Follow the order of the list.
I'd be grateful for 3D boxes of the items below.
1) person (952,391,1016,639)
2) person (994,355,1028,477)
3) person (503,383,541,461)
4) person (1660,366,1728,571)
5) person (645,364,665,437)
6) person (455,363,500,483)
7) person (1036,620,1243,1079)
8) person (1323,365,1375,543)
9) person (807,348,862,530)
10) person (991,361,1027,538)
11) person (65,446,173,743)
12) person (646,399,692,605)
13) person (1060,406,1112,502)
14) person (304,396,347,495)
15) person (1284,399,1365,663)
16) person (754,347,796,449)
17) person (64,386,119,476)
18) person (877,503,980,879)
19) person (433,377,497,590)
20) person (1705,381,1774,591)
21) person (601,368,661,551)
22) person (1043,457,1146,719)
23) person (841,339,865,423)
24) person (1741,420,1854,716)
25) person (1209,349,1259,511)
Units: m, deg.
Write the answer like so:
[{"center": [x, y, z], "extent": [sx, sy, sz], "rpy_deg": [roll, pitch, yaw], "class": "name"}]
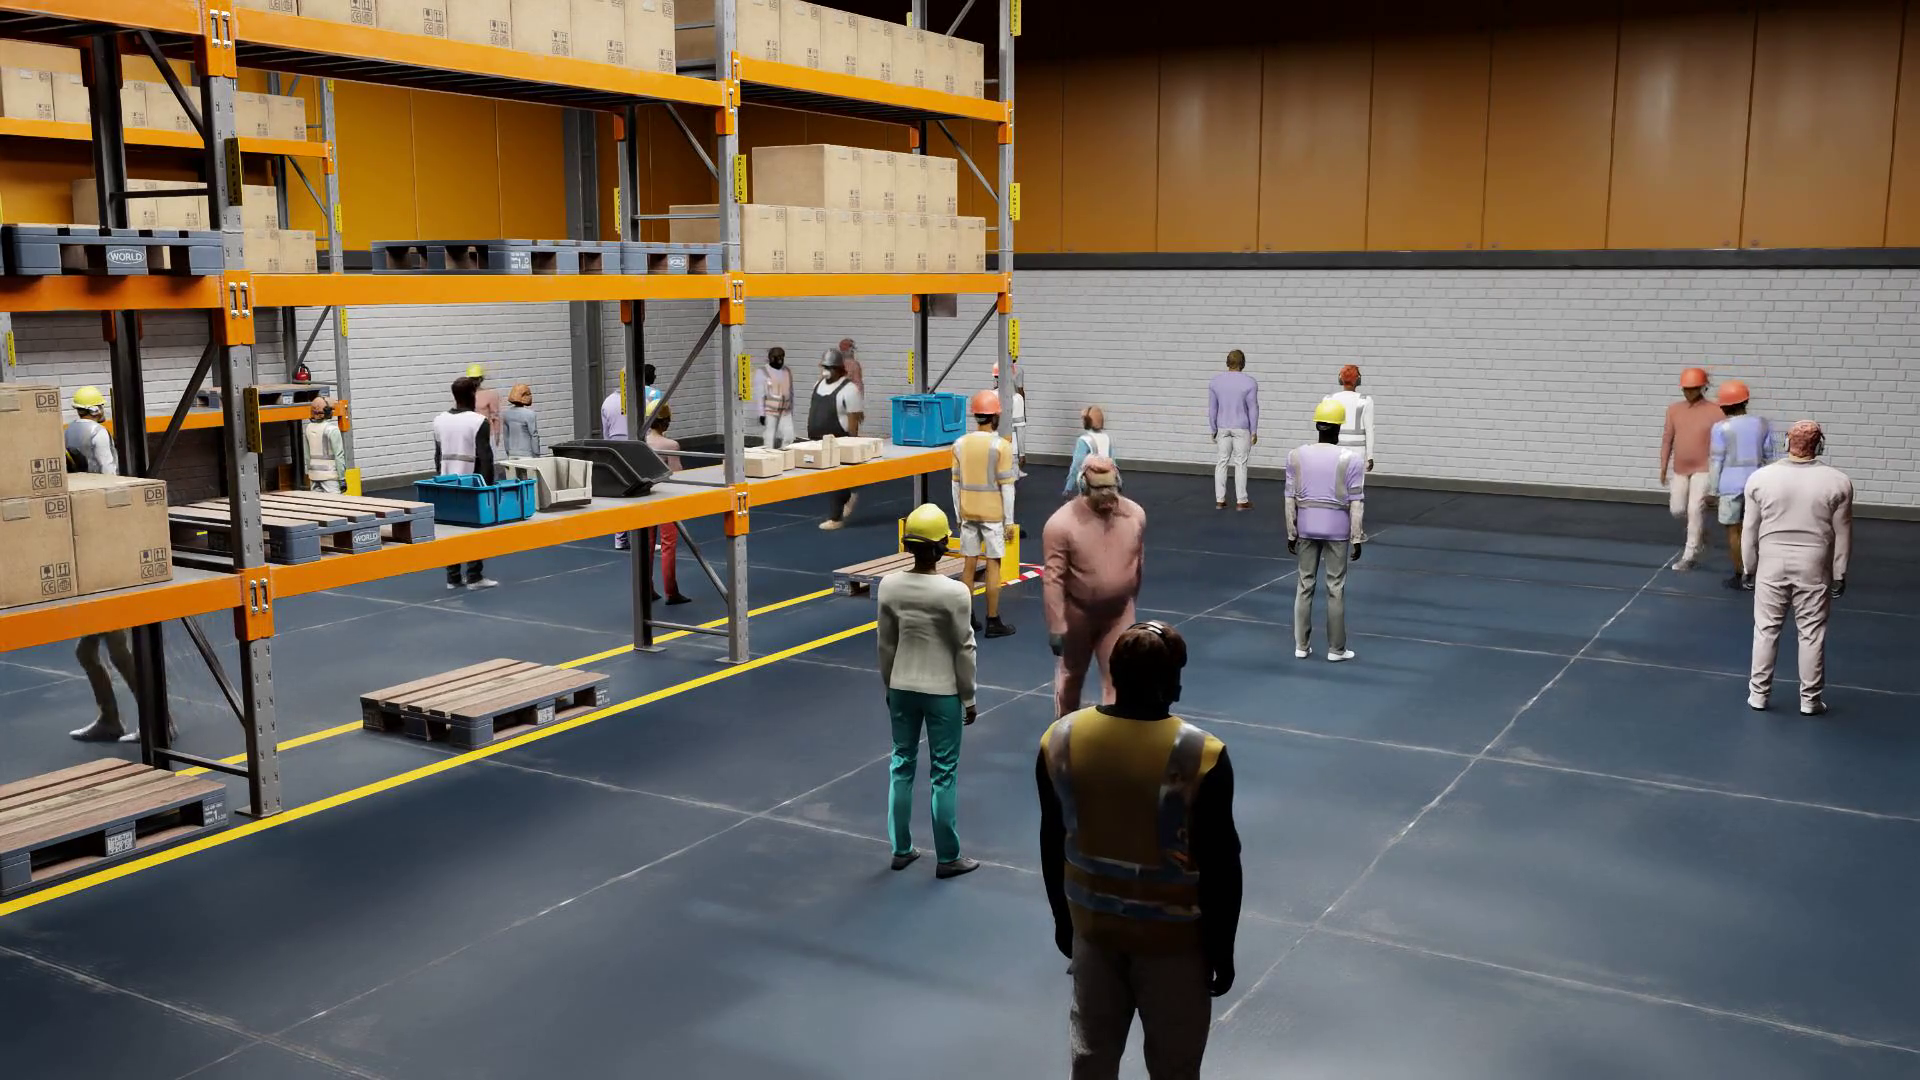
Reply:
[{"center": [0.210, -0.196, 13.018], "extent": [0.556, 1.929, 0.401], "rpy_deg": [6, 11, 33], "class": "person"}, {"center": [0.701, -1.804, 23.211], "extent": [0.515, 1.872, 0.328], "rpy_deg": [5, 11, 30], "class": "person"}, {"center": [-4.832, -0.915, 18.398], "extent": [0.500, 1.633, 0.279], "rpy_deg": [5, 11, 30], "class": "person"}, {"center": [7.105, -0.704, 16.055], "extent": [0.685, 1.967, 0.660], "rpy_deg": [-7, 12, -38], "class": "person"}, {"center": [-3.959, -1.386, 21.142], "extent": [0.536, 1.697, 0.318], "rpy_deg": [5, 11, 30], "class": "person"}, {"center": [-5.899, -1.287, 20.356], "extent": [0.530, 1.754, 0.431], "rpy_deg": [0, 9, 1], "class": "person"}, {"center": [0.540, 1.143, 4.912], "extent": [0.625, 1.844, 0.429], "rpy_deg": [5, 11, 30], "class": "person"}, {"center": [4.096, -0.905, 17.558], "extent": [0.575, 1.884, 0.355], "rpy_deg": [5, 11, 30], "class": "person"}, {"center": [-1.388, -1.140, 18.538], "extent": [0.694, 2.000, 0.676], "rpy_deg": [9, 13, 43], "class": "person"}, {"center": [0.469, -0.973, 17.801], "extent": [0.545, 1.942, 0.353], "rpy_deg": [5, 11, 30], "class": "person"}, {"center": [-5.120, 0.344, 9.932], "extent": [0.702, 1.827, 0.533], "rpy_deg": [-3, 10, -19], "class": "person"}, {"center": [-2.573, -0.326, 14.299], "extent": [0.526, 1.772, 0.308], "rpy_deg": [5, 11, 30], "class": "person"}, {"center": [1.256, -0.474, 15.784], "extent": [0.883, 1.589, 0.523], "rpy_deg": [6, 11, 32], "class": "person"}, {"center": [-6.230, -0.592, 16.362], "extent": [0.515, 1.641, 0.309], "rpy_deg": [5, 11, 30], "class": "person"}, {"center": [2.667, -0.064, 12.174], "extent": [0.588, 1.927, 0.370], "rpy_deg": [5, 11, 30], "class": "person"}, {"center": [-2.548, -1.766, 23.101], "extent": [0.641, 1.824, 0.487], "rpy_deg": [-7, 11, -36], "class": "person"}, {"center": [-7.759, -0.465, 14.956], "extent": [0.591, 1.837, 0.403], "rpy_deg": [5, 11, 30], "class": "person"}, {"center": [-0.149, 0.709, 7.843], "extent": [0.526, 1.772, 0.308], "rpy_deg": [5, 11, 30], "class": "person"}, {"center": [-4.466, -0.499, 14.985], "extent": [0.619, 1.908, 0.406], "rpy_deg": [4, 10, 21], "class": "person"}, {"center": [6.997, -0.473, 14.879], "extent": [0.655, 1.887, 0.403], "rpy_deg": [-2, 9, -10], "class": "person"}, {"center": [-3.338, -0.828, 17.009], "extent": [0.641, 1.908, 0.407], "rpy_deg": [5, 11, 30], "class": "person"}, {"center": [0.765, 0.420, 9.507], "extent": [0.648, 1.823, 1.077], "rpy_deg": [-2, 9, -13], "class": "person"}, {"center": [-1.656, -1.960, 24.175], "extent": [0.700, 1.902, 0.402], "rpy_deg": [7, 11, 35], "class": "person"}, {"center": [5.381, 0.179, 10.721], "extent": [0.641, 1.908, 0.407], "rpy_deg": [5, 11, 30], "class": "person"}, {"center": [3.286, -1.318, 19.965], "extent": [0.630, 1.940, 0.372], "rpy_deg": [5, 11, 30], "class": "person"}]
